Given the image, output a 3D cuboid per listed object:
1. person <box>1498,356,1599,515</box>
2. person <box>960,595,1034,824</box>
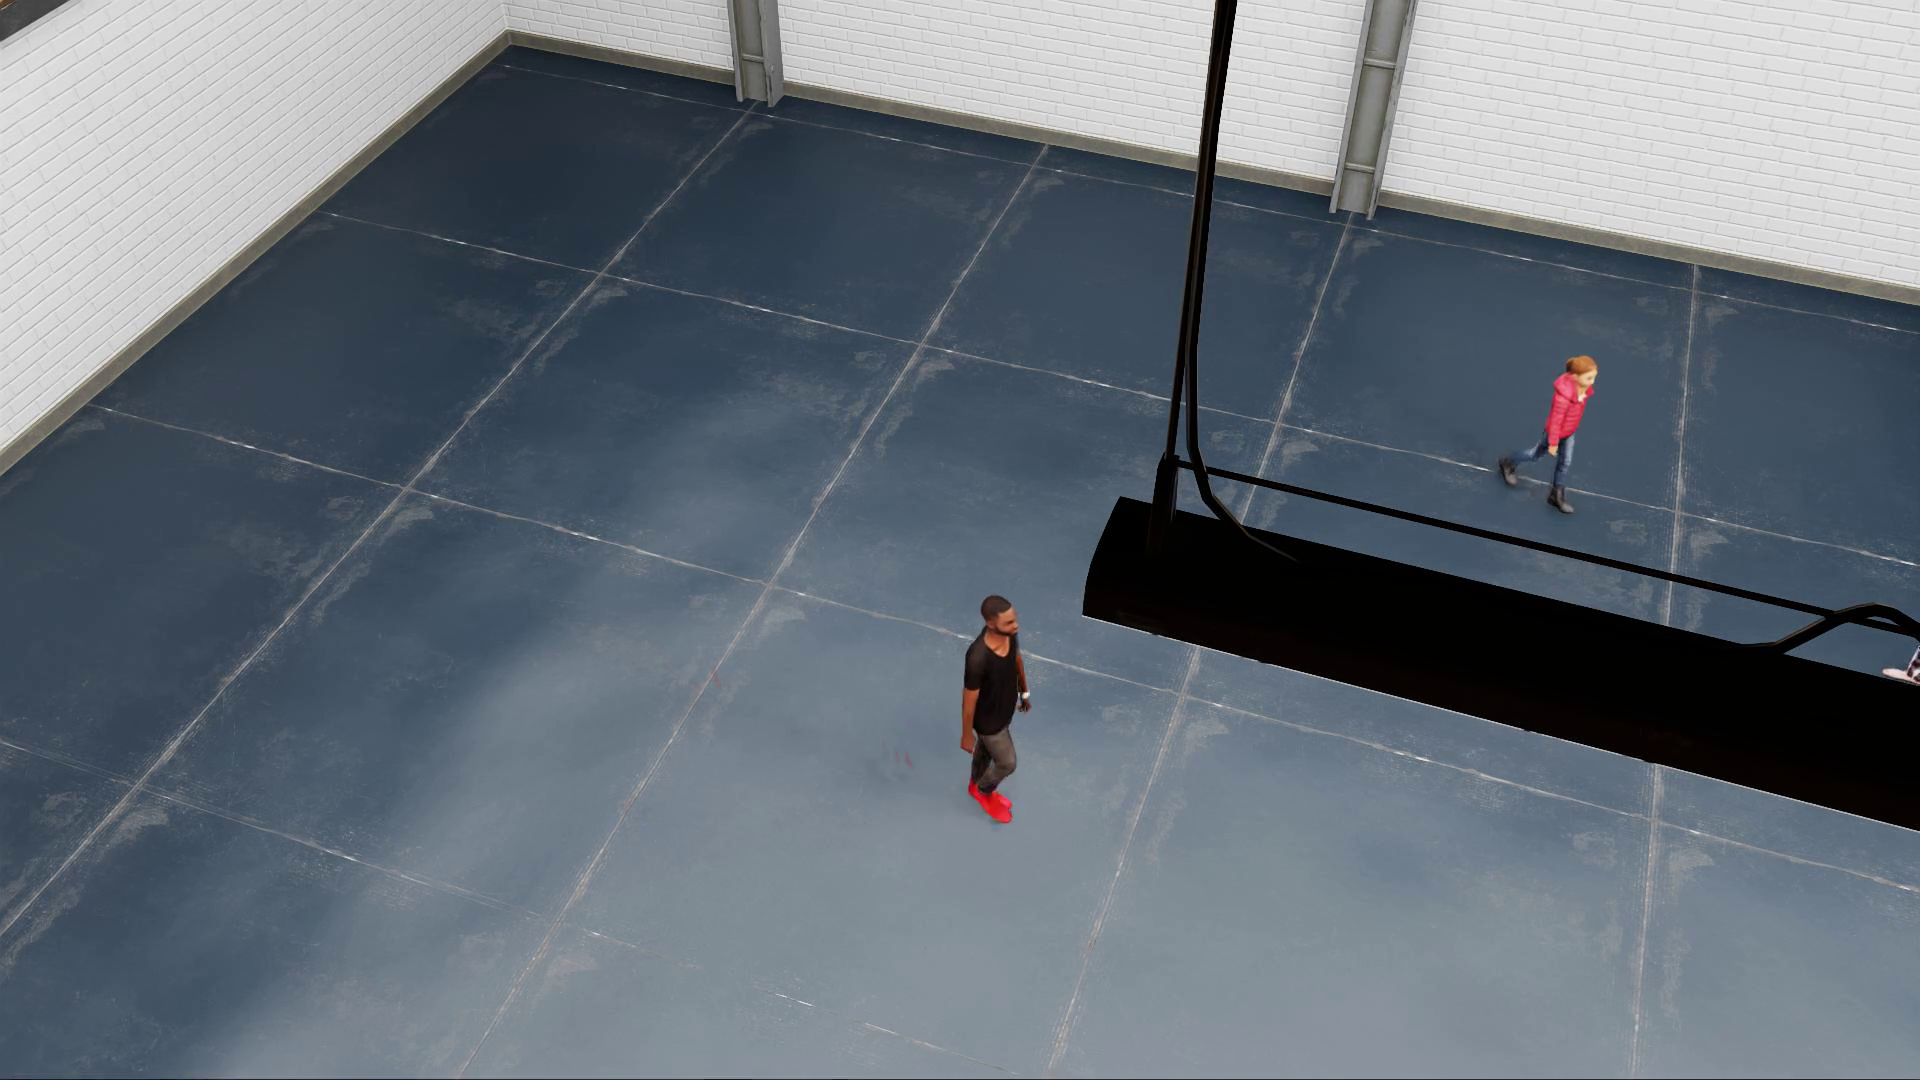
[{"bbox_3d":[4.267,-0.816,12.021,0.841,1.294,0.946,-22,48,-21],"label":"person"},{"bbox_3d":[0.111,0.958,9.795,0.660,1.795,0.719,21,47,21],"label":"person"}]
